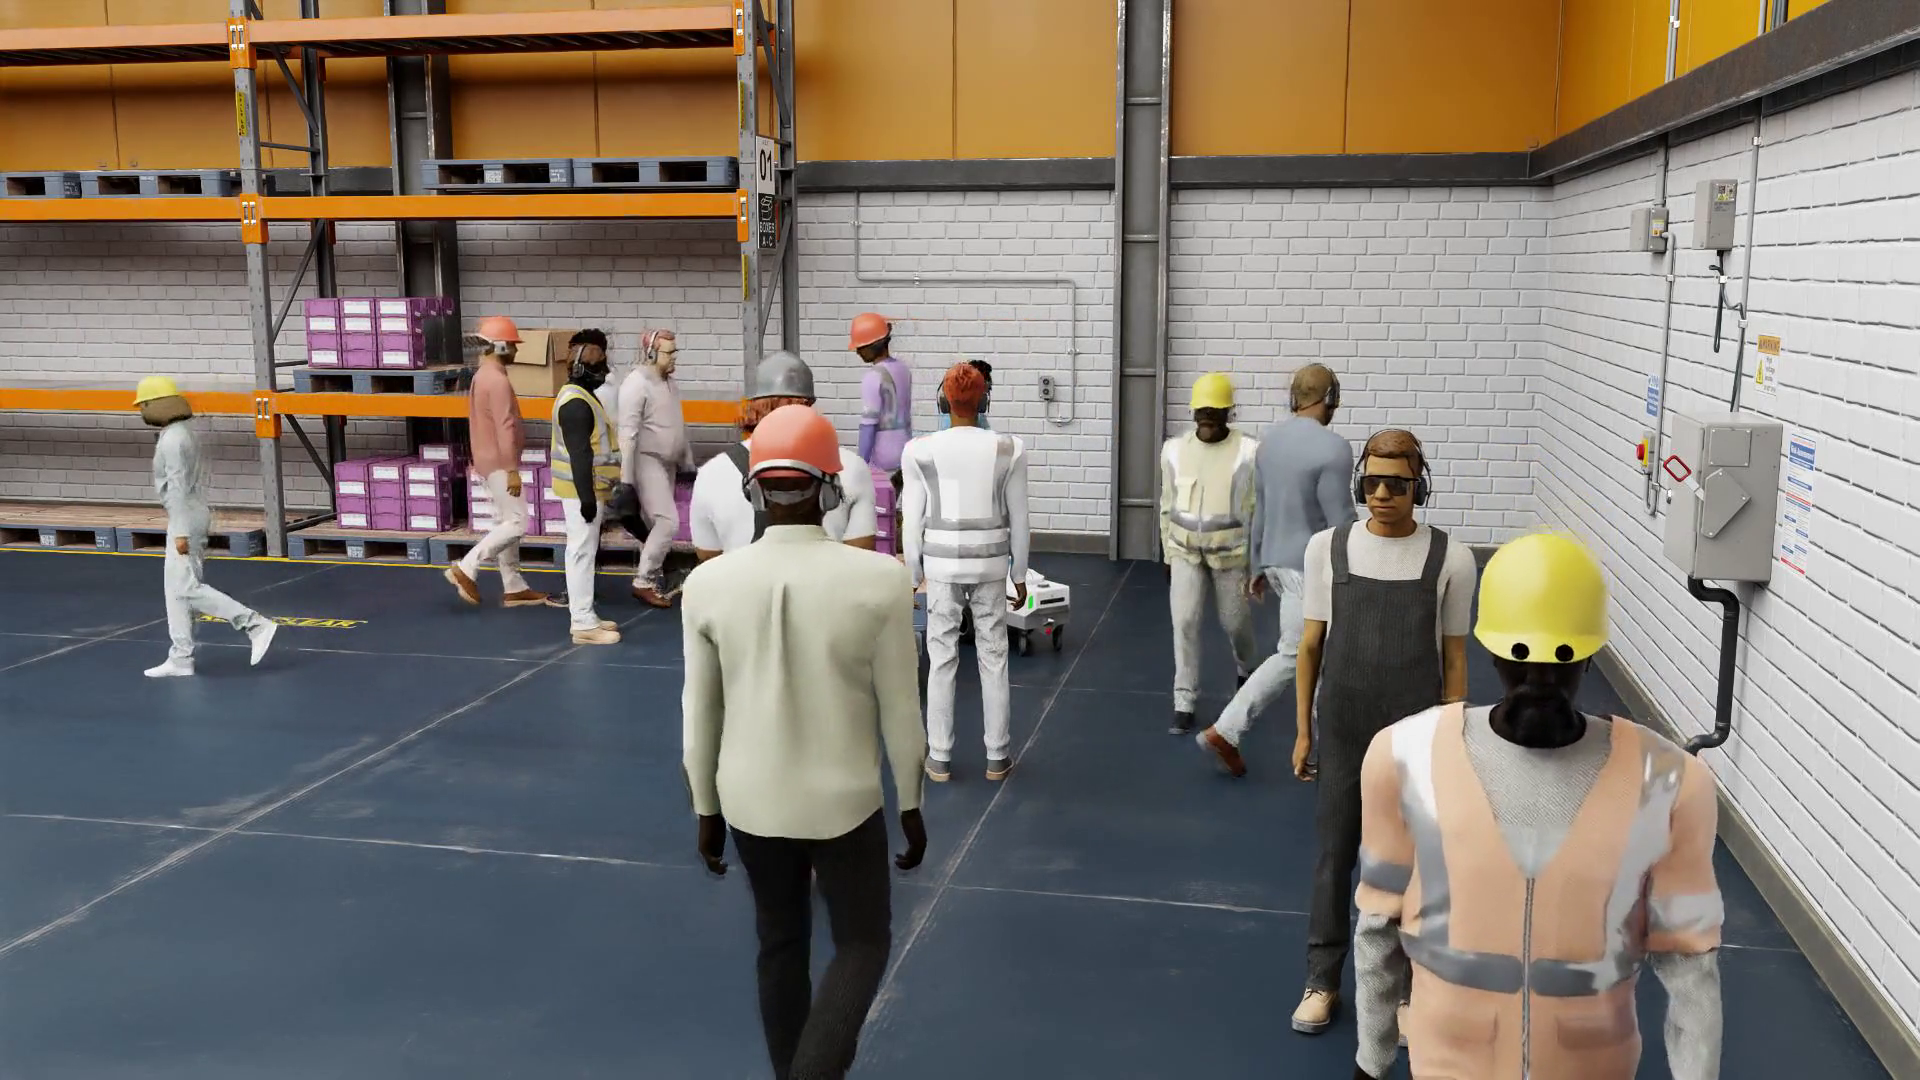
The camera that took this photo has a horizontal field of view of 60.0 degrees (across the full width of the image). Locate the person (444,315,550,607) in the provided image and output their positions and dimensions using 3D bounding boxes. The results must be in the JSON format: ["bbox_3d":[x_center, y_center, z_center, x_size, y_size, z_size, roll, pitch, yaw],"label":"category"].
[{"bbox_3d":[-3.106,-0.503,11.109,0.622,1.980,0.636,-4,10,-25],"label":"person"}]

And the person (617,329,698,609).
[{"bbox_3d":[-2.041,-0.471,11.216,0.485,1.885,0.682,2,10,11],"label":"person"}]

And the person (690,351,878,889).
[{"bbox_3d":[-0.613,0.295,6.129,0.698,2.000,0.662,1,9,6],"label":"person"}]

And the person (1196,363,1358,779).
[{"bbox_3d":[1.488,0.148,7.543,0.933,1.891,0.661,-3,10,-19],"label":"person"}]

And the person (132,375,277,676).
[{"bbox_3d":[-4.274,-0.077,9.378,0.651,1.704,0.531,-3,10,-20],"label":"person"}]

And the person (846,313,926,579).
[{"bbox_3d":[-0.451,-0.566,11.475,0.638,1.997,0.657,3,10,18],"label":"person"}]

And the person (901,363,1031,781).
[{"bbox_3d":[0.027,0.154,7.461,0.576,1.882,0.355,0,9,-2],"label":"person"}]

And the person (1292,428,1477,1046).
[{"bbox_3d":[1.252,0.585,4.969,0.508,1.846,0.345,3,10,19],"label":"person"}]

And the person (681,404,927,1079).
[{"bbox_3d":[-0.406,0.656,4.142,0.632,1.976,0.696,2,10,13],"label":"person"}]

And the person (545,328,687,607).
[{"bbox_3d":[-2.300,-0.476,11.205,0.975,1.910,0.631,0,9,-1],"label":"person"}]

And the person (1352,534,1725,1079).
[{"bbox_3d":[0.998,0.910,2.926,0.606,1.873,0.986,3,10,15],"label":"person"}]

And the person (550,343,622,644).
[{"bbox_3d":[-2.296,-0.289,10.259,0.430,1.841,0.624,-2,10,-11],"label":"person"}]

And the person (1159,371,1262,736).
[{"bbox_3d":[1.311,0.036,8.425,0.601,1.805,0.840,4,10,25],"label":"person"}]

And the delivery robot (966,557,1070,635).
[{"bbox_3d":[0.348,0.340,10.046,0.477,0.478,0.707,-6,11,-34],"label":"delivery robot"}]

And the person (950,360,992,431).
[{"bbox_3d":[0.156,-0.405,11.454,0.698,1.668,0.526,-4,10,-23],"label":"person"}]
